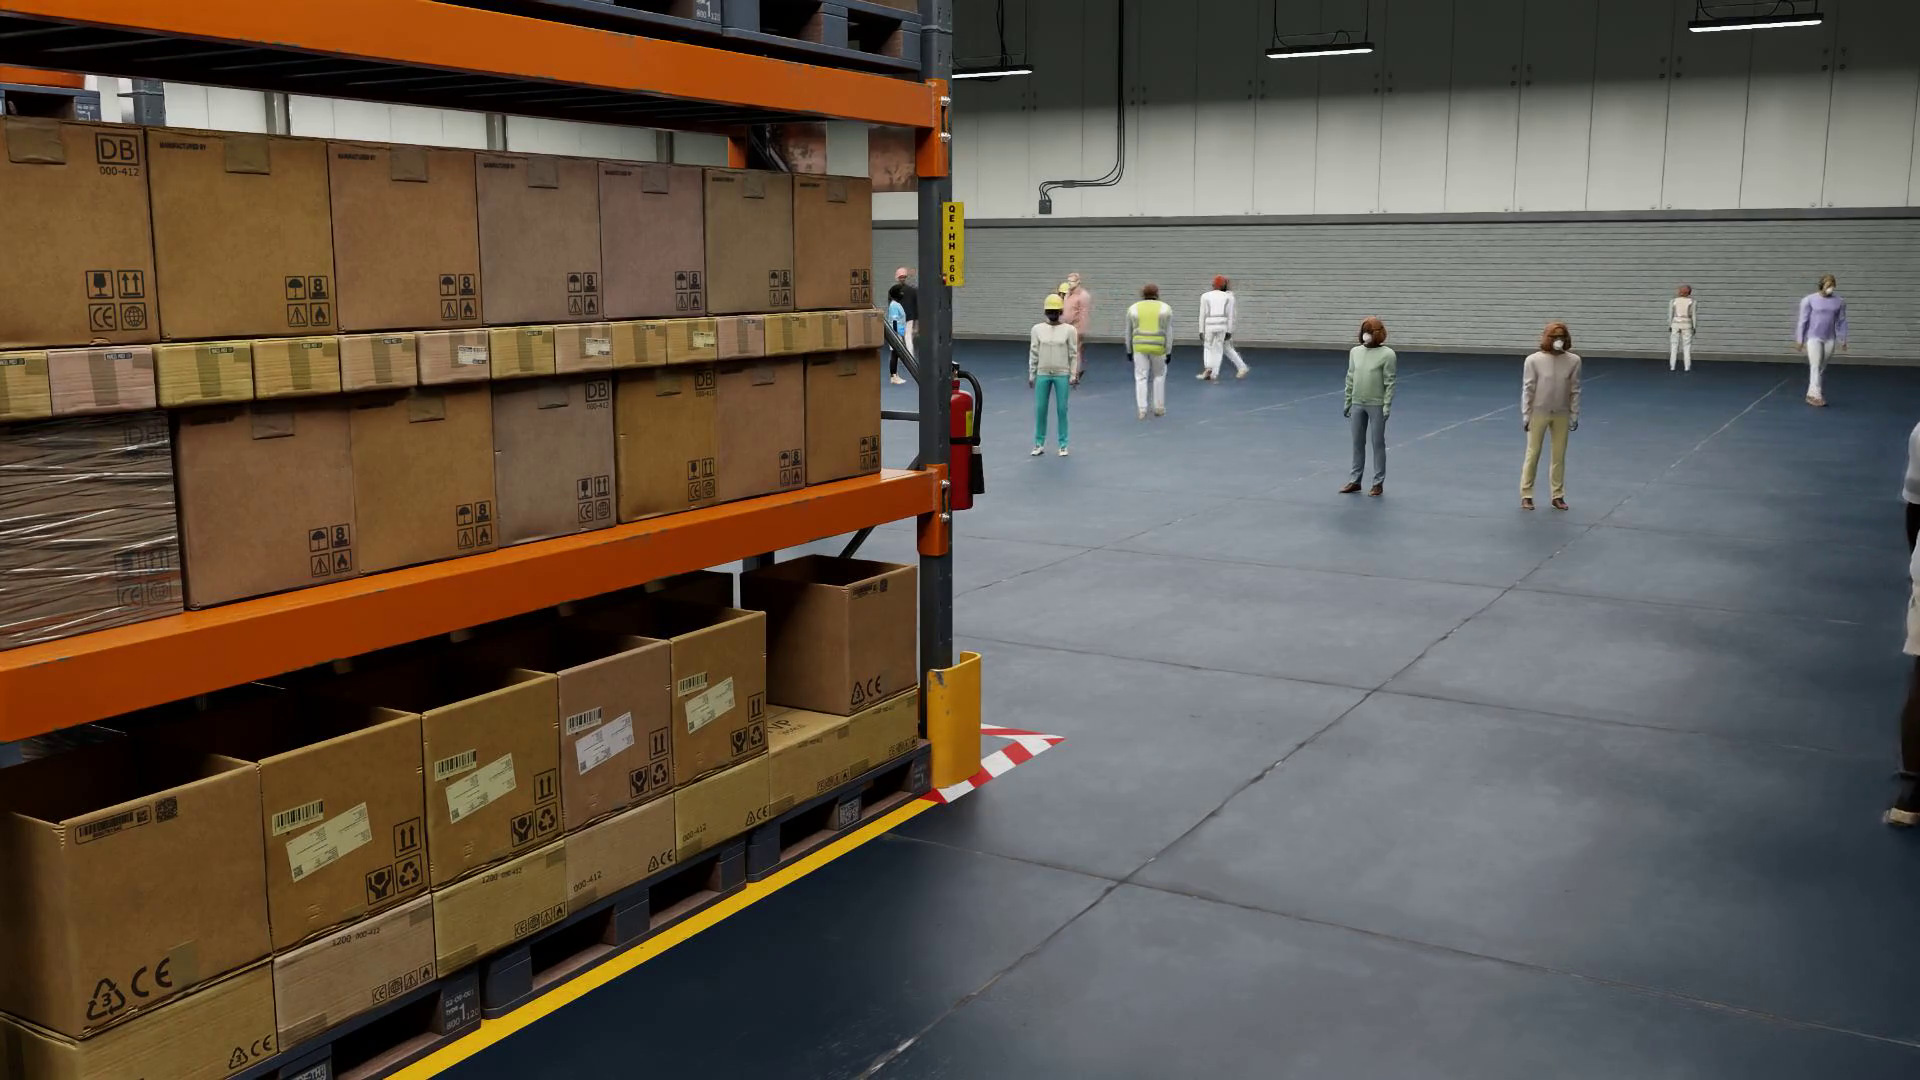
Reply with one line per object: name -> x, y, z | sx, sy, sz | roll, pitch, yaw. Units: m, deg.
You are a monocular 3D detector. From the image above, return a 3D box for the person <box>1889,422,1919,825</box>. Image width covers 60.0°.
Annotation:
person -> 3.967, 0.131, 6.460 | 0.996, 1.914, 0.613 | -9, 13, -43

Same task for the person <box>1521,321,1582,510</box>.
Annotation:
person -> 5.065, -1.059, 14.267 | 0.499, 1.626, 0.300 | 0, 10, 0

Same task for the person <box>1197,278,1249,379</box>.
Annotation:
person -> 4.701, -3.746, 29.470 | 0.894, 1.813, 0.637 | 1, 10, 5

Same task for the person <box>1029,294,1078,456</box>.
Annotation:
person -> 1.011, -1.791, 18.134 | 0.532, 1.765, 0.329 | 2, 10, 11

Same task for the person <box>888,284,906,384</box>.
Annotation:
person -> -1.069, -3.499, 28.316 | 0.315, 1.700, 0.541 | 1, 10, 4

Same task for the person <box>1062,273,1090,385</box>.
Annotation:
person -> 1.920, -3.572, 28.157 | 0.414, 1.893, 0.676 | -5, 11, -28

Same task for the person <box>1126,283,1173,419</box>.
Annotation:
person -> 2.576, -2.561, 22.523 | 0.636, 1.809, 0.828 | 2, 10, 12

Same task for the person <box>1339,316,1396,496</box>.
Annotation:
person -> 3.720, -1.218, 15.154 | 0.287, 1.635, 0.500 | -9, 13, -43

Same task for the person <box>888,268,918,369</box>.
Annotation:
person -> -1.107, -4.281, 32.213 | 0.646, 1.939, 1.046 | -3, 10, -18

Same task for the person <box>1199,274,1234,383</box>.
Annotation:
person -> 4.379, -3.602, 28.451 | 0.581, 1.868, 0.466 | 1, 10, 5

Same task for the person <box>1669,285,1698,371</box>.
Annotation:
person -> 13.662, -4.000, 31.445 | 0.520, 1.638, 0.343 | 7, 12, 36

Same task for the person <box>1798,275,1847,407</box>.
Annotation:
person -> 12.575, -2.900, 24.239 | 0.650, 1.906, 0.852 | 0, 10, 1

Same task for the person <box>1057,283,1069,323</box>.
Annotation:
person -> 1.785, -3.594, 28.843 | 0.532, 1.731, 0.873 | -1, 10, -7
